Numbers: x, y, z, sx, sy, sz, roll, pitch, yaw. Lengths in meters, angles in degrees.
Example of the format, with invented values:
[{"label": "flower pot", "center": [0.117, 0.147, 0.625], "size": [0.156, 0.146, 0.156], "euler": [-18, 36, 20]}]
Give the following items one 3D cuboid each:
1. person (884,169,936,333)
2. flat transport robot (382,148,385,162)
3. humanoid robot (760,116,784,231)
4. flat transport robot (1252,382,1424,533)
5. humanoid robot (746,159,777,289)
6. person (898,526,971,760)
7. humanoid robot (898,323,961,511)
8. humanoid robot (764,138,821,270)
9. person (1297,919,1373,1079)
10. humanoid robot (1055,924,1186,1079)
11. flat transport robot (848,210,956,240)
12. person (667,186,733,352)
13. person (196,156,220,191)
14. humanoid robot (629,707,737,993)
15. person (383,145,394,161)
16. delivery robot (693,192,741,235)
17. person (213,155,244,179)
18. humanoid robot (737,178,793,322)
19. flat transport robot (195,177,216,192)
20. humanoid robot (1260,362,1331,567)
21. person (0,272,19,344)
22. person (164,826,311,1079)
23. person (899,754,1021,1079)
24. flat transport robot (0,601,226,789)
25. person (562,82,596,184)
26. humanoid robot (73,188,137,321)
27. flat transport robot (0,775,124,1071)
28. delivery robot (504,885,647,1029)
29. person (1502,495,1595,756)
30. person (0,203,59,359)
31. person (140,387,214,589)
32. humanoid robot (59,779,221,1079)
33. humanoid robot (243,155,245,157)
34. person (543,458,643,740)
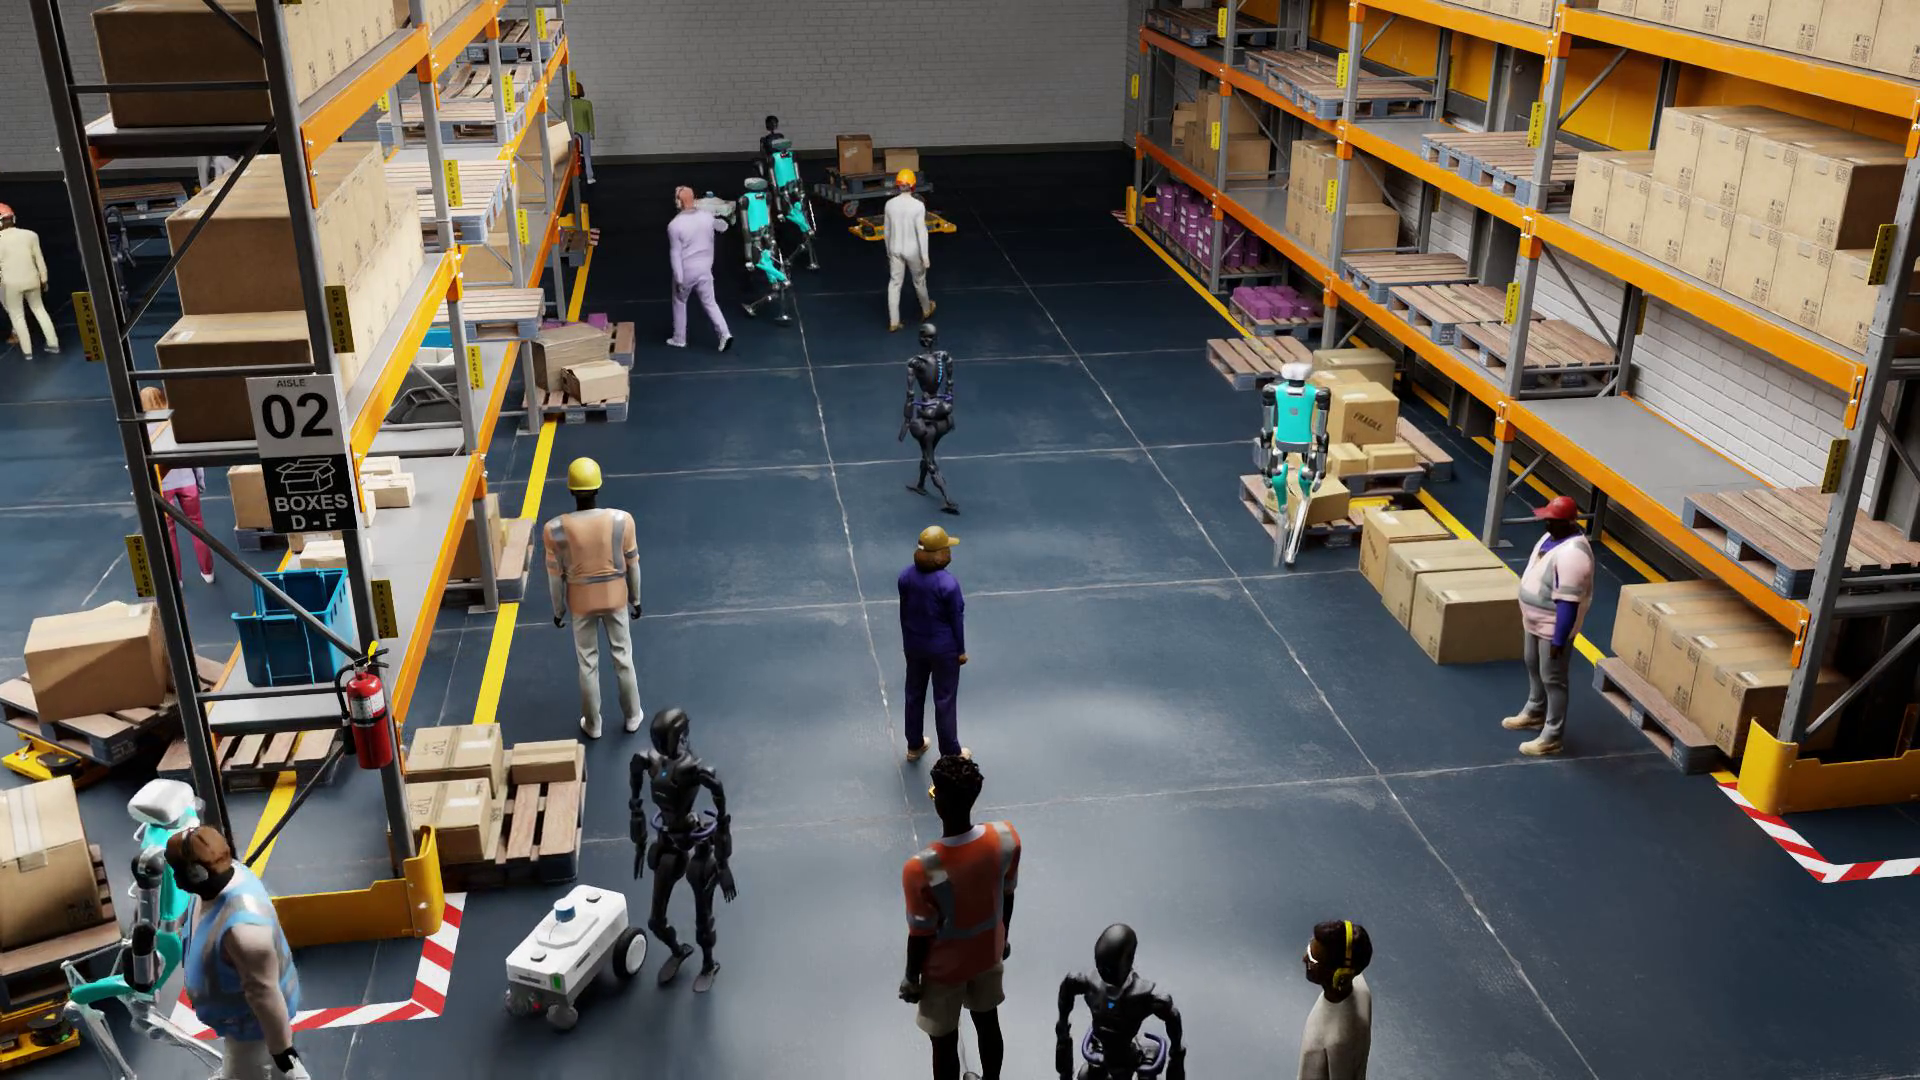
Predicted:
[{"label": "person", "center": [-0.594, -3.413, 19.493], "size": [0.617, 1.844, 0.971], "euler": [8, 25, 18]}, {"label": "flat transport robot", "center": [-8.159, -5.011, 25.095], "size": [1.431, 0.231, 0.659], "euler": [0, 24, 1]}, {"label": "humanoid robot", "center": [-2.693, -5.257, 23.894], "size": [0.333, 1.645, 0.593], "euler": [16, 28, 32]}, {"label": "flat transport robot", "center": [3.325, -0.421, 14.636], "size": [0.659, 0.231, 1.431], "euler": [-3, 24, -8]}, {"label": "humanoid robot", "center": [-2.568, -4.018, 21.086], "size": [0.389, 1.633, 0.602], "euler": [7, 25, 15]}, {"label": "person", "center": [-0.160, 0.667, 10.472], "size": [0.456, 1.620, 0.352], "euler": [15, 28, 30]}, {"label": "humanoid robot", "center": [-0.253, -1.072, 14.447], "size": [0.787, 1.634, 0.612], "euler": [22, 32, 40]}, {"label": "humanoid robot", "center": [-2.060, -4.328, 21.781], "size": [0.989, 1.751, 0.554], "euler": [20, 31, 38]}, {"label": "person", "center": [1.405, 2.267, 6.517], "size": [0.327, 1.876, 0.515], "euler": [5, 24, 11]}, {"label": "humanoid robot", "center": [0.699, 2.228, 6.924], "size": [0.589, 1.615, 0.767], "euler": [10, 26, 21]}, {"label": "flat transport robot", "center": [-0.835, -4.538, 24.016], "size": [1.431, 0.231, 0.659], "euler": [-11, 26, -24]}, {"label": "person", "center": [-2.950, -3.010, 18.532], "size": [0.639, 1.866, 0.884], "euler": [-21, 31, -40]}, {"label": "person", "center": [-11.593, -6.122, 25.684], "size": [0.430, 1.837, 0.623], "euler": [18, 30, 35]}, {"label": "humanoid robot", "center": [-1.376, 1.564, 8.367], "size": [0.597, 1.649, 0.341], "euler": [9, 25, 19]}, {"label": "person", "center": [-7.072, -4.116, 21.145], "size": [0.529, 1.802, 0.950], "euler": [-4, 24, -10]}, {"label": "delivery robot", "center": [-3.598, -4.747, 24.136], "size": [0.779, 0.594, 0.499], "euler": [5, 24, 11]}, {"label": "person", "center": [-9.706, -4.649, 22.466], "size": [0.588, 1.722, 0.516], "euler": [-16, 28, -31]}, {"label": "humanoid robot", "center": [-2.216, -3.344, 19.488], "size": [1.046, 1.733, 0.553], "euler": [15, 28, 30]}, {"label": "flat transport robot", "center": [-11.441, -5.693, 26.649], "size": [1.431, 0.231, 0.659], "euler": [6, 24, 12]}, {"label": "humanoid robot", "center": [2.662, -0.578, 13.241], "size": [0.548, 1.862, 0.708], "euler": [7, 25, 16]}, {"label": "person", "center": [-10.977, -3.032, 18.584], "size": [0.630, 1.880, 0.982], "euler": [3, 24, 6]}, {"label": "person", "center": [-3.131, 2.049, 7.112], "size": [0.760, 1.797, 0.684], "euler": [-14, 27, -29]}, {"label": "person", "center": [-0.011, 1.829, 7.404], "size": [0.601, 1.965, 0.368], "euler": [-17, 29, -34]}, {"label": "flat transport robot", "center": [-5.456, 1.188, 10.972], "size": [0.659, 0.231, 1.431], "euler": [13, 27, 27]}, {"label": "person", "center": [-6.194, -6.625, 27.083], "size": [0.494, 1.626, 0.283], "euler": [0, 24, 0]}, {"label": "humanoid robot", "center": [-10.082, -3.392, 19.636], "size": [0.599, 1.657, 0.315], "euler": [-8, 25, -18]}, {"label": "flat transport robot", "center": [-4.972, 2.247, 8.559], "size": [0.659, 0.231, 1.431], "euler": [-14, 27, -28]}, {"label": "delivery robot", "center": [-2.004, 2.098, 8.542], "size": [0.529, 0.594, 0.766], "euler": [8, 25, 18]}, {"label": "person", "center": [3.761, 0.531, 10.634], "size": [0.418, 1.747, 0.616], "euler": [0, 24, -1]}, {"label": "person", "center": [-10.409, -2.855, 18.380], "size": [0.415, 1.724, 0.584], "euler": [15, 28, 30]}, {"label": "person", "center": [-6.114, -0.398, 12.895], "size": [0.498, 1.629, 0.287], "euler": [-16, 28, -32]}, {"label": "humanoid robot", "center": [-3.802, 1.871, 7.598], "size": [0.893, 1.735, 0.538], "euler": [0, 24, -1]}, {"label": "humanoid robot", "center": [-9.133, -4.452, 22.120], "size": [0.540, 1.883, 0.699], "euler": [-11, 26, -23]}, {"label": "person", "center": [-2.347, 0.386, 10.736], "size": [0.584, 1.928, 0.372], "euler": [-7, 25, -15]}]
